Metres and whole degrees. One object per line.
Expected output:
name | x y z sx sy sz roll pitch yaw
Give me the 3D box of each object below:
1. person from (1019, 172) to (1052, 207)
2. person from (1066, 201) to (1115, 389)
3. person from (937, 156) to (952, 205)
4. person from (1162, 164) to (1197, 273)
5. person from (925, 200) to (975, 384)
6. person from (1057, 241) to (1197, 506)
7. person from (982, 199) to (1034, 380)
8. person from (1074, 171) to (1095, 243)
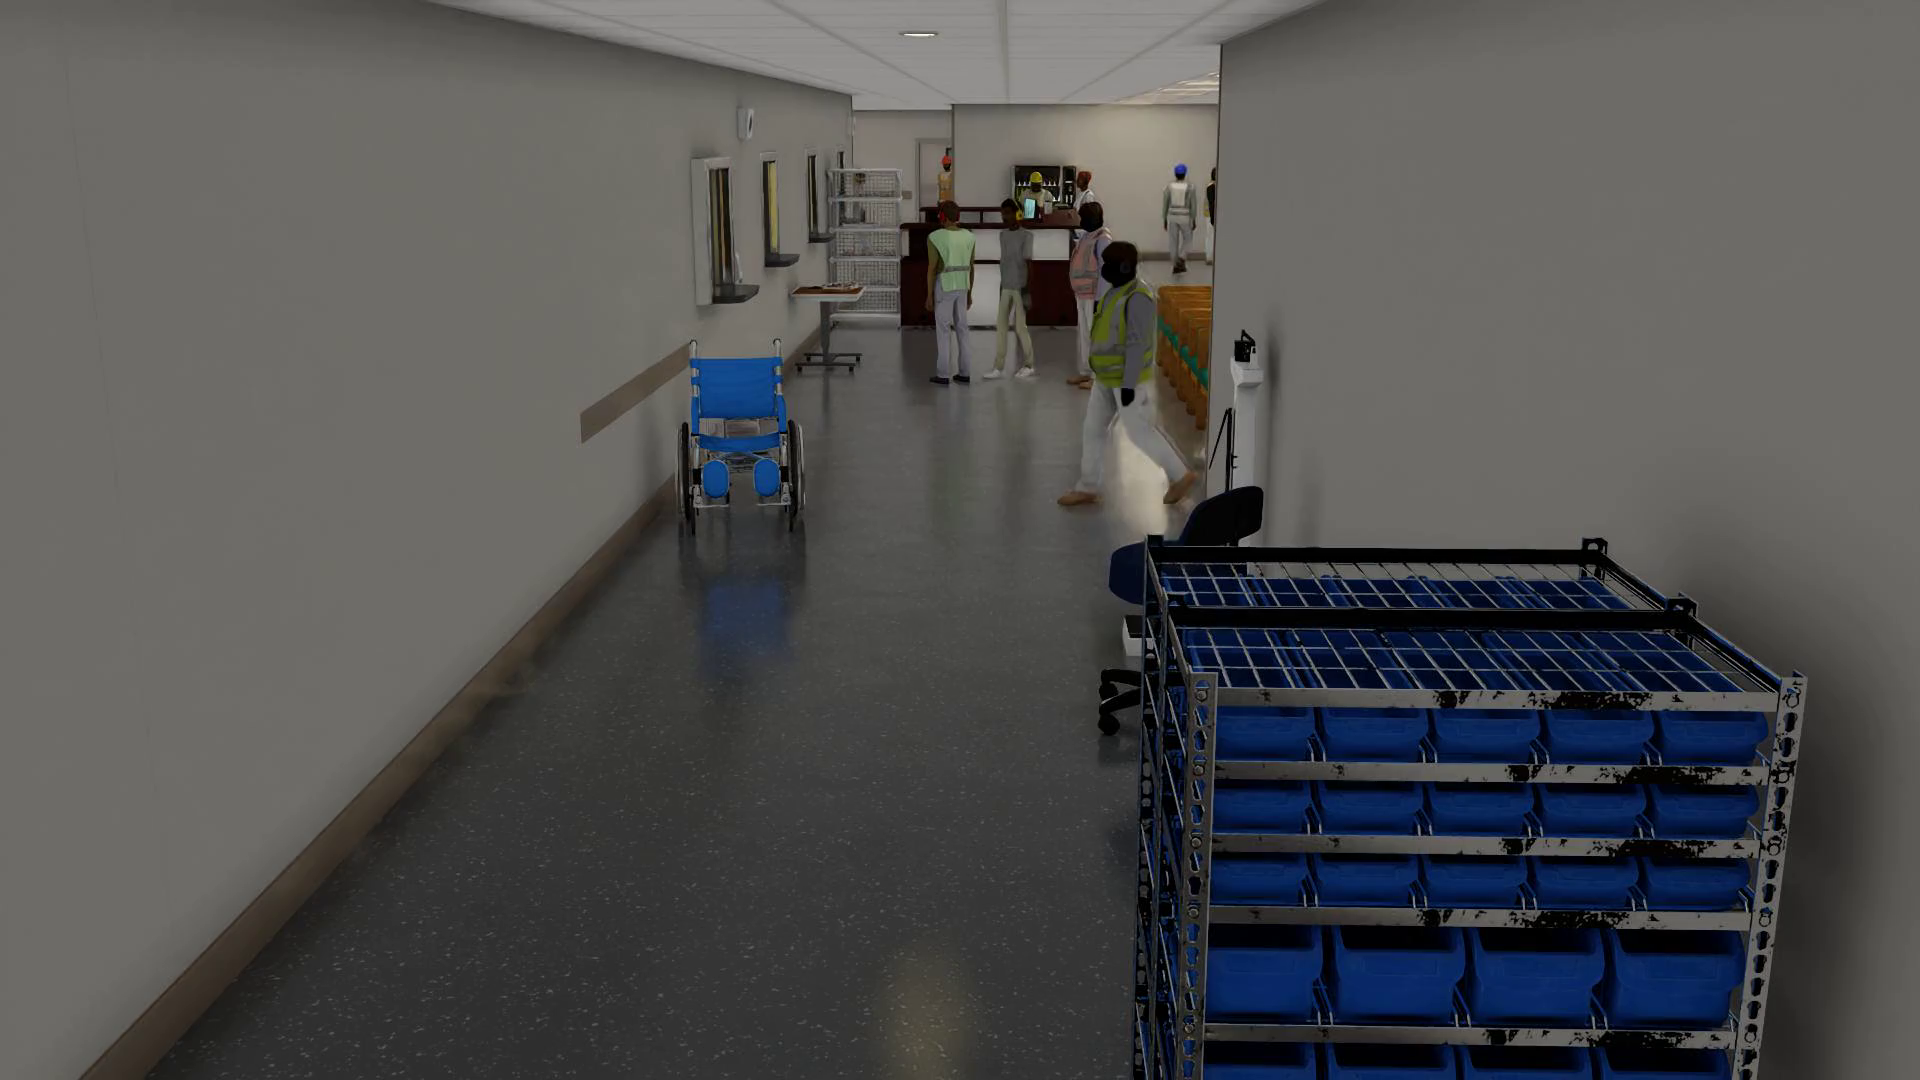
person | 1.302 -5.421 28.685 0.597 1.824 0.403 1 14 5
person | 1.293 -2.415 16.452 0.429 1.840 0.624 -4 14 -15
person | -0.296 -7.992 38.876 0.551 1.935 0.375 7 15 25
person | 3.917 -5.723 29.658 0.632 1.936 0.432 6 15 22
person | -0.078 -2.487 16.760 0.560 1.835 0.388 -10 17 -36
person | 1.163 -1.106 11.214 0.884 1.814 0.630 -4 14 -16
person | 0.541 -2.557 17.053 0.563 1.853 0.582 -12 19 -41
person | 1.973 -4.963 26.692 0.356 1.885 0.574 -3 14 -13
